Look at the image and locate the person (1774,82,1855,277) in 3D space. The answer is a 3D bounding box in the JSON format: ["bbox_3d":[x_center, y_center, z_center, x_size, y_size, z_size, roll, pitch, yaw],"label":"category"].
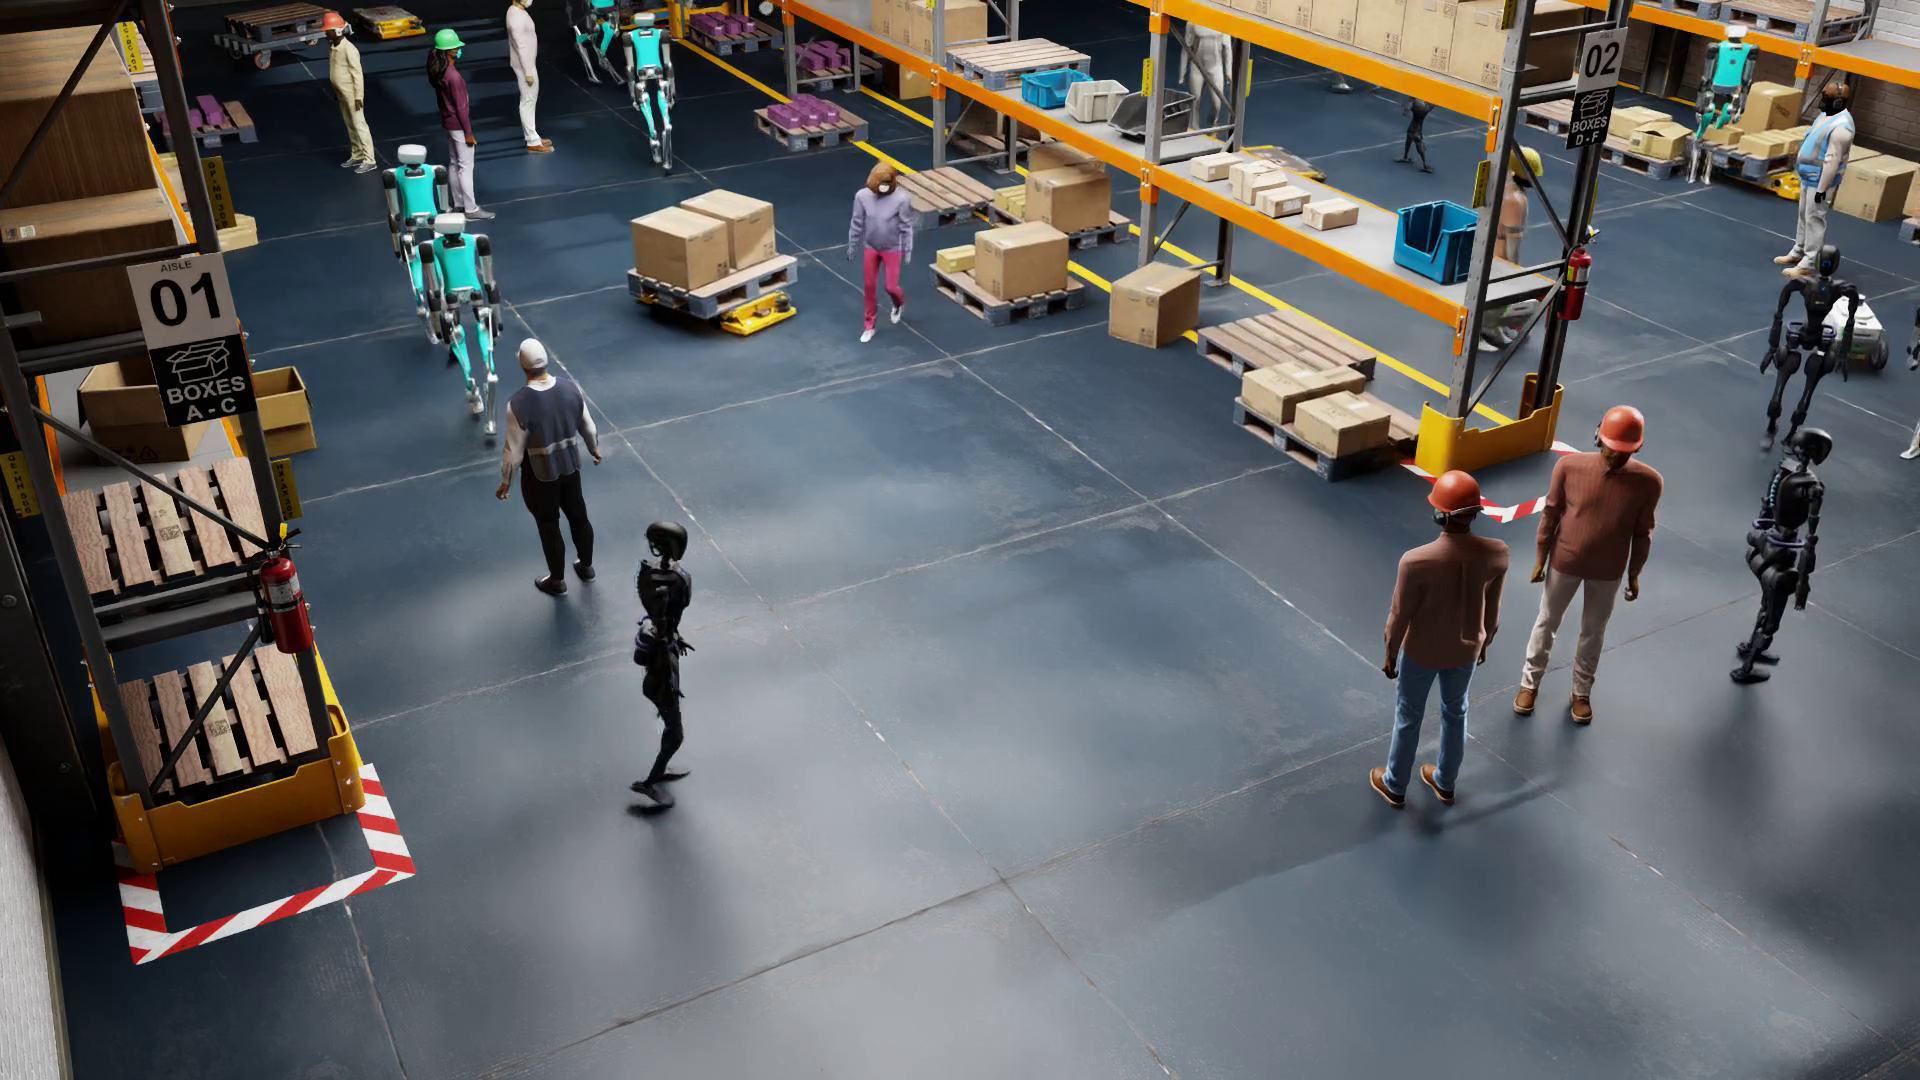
[{"bbox_3d":[8.144,-3.424,15.806,0.431,1.835,0.622,5,30,9],"label":"person"}]

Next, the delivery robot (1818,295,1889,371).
[{"bbox_3d":[7.639,-1.817,14.278,0.499,0.587,0.772,6,30,10],"label":"delivery robot"}]

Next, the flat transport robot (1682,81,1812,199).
[{"bbox_3d":[8.950,-4.133,18.604,0.659,0.231,1.431,-16,33,-25],"label":"flat transport robot"}]

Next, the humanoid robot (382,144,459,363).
[{"bbox_3d":[-4.489,-2.369,14.066,0.546,1.773,0.953,-10,31,-17],"label":"humanoid robot"}]

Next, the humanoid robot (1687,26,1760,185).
[{"bbox_3d":[8.297,-4.769,18.244,0.548,1.794,0.685,5,30,9],"label":"humanoid robot"}]

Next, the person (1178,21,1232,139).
[{"bbox_3d":[2.849,-5.466,19.302,0.634,1.883,0.410,4,30,7],"label":"person"}]

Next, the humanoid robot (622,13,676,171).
[{"bbox_3d":[-3.405,-4.903,18.522,0.537,1.760,1.029,-7,31,-13],"label":"humanoid robot"}]

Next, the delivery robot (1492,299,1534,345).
[{"bbox_3d":[4.739,-2.105,14.805,0.499,0.614,0.791,-10,31,-17],"label":"delivery robot"}]

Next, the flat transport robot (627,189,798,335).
[{"bbox_3d":[-2.250,-2.218,15.270,1.431,0.231,0.659,22,36,33],"label":"flat transport robot"}]

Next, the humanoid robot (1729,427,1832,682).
[{"bbox_3d":[4.894,0.098,9.820,0.413,1.644,0.614,-1,30,-3],"label":"humanoid robot"}]

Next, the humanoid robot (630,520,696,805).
[{"bbox_3d":[-1.593,0.627,8.918,0.382,1.642,0.609,-2,30,-4],"label":"humanoid robot"}]

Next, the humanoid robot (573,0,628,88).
[{"bbox_3d":[-4.720,-6.723,21.631,1.011,1.730,0.552,26,39,38],"label":"humanoid robot"}]

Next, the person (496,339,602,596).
[{"bbox_3d":[-2.641,-0.469,10.729,0.443,1.755,0.770,25,38,37],"label":"person"}]

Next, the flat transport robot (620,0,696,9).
[{"bbox_3d":[-4.898,-8.376,25.990,1.431,0.231,0.659,-10,31,-17],"label":"flat transport robot"}]

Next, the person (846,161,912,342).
[{"bbox_3d":[-0.685,-2.541,14.479,0.584,1.618,0.462,8,31,14],"label":"person"}]

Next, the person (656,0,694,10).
[{"bbox_3d":[-4.502,-8.891,25.335,0.707,1.816,0.554,-9,31,-16],"label":"person"}]

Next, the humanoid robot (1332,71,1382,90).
[{"bbox_3d":[5.152,-6.604,21.432,0.997,1.734,0.553,8,31,13],"label":"humanoid robot"}]

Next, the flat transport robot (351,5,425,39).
[{"bbox_3d":[-8.589,-7.771,24.937,0.659,0.231,1.431,-19,35,-30],"label":"flat transport robot"}]

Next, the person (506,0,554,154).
[{"bbox_3d":[-5.012,-5.469,19.262,0.373,1.935,0.627,-7,31,-13],"label":"person"}]

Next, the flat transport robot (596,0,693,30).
[{"bbox_3d":[-4.824,-8.044,25.412,0.659,0.231,1.431,21,36,32],"label":"flat transport robot"}]

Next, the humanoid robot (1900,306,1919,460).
[{"bbox_3d":[7.388,-1.361,12.359,0.672,1.856,0.542,-21,36,-32],"label":"humanoid robot"}]

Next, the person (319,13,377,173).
[{"bbox_3d":[-6.882,-5.018,18.654,0.334,1.749,0.574,-26,39,-37],"label":"person"}]

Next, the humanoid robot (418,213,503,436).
[{"bbox_3d":[-3.734,-1.563,12.681,0.537,1.737,1.027,-10,31,-16],"label":"humanoid robot"}]

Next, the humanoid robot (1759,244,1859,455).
[{"bbox_3d":[6.358,-1.410,12.454,0.604,1.650,0.345,11,32,18],"label":"humanoid robot"}]

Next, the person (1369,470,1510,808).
[{"bbox_3d":[2.507,0.545,8.743,0.610,1.986,0.402,-5,30,-8],"label":"person"}]

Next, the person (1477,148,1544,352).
[{"bbox_3d":[4.604,-2.435,14.042,0.513,1.877,0.673,10,31,16],"label":"person"}]

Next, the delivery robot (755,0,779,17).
[{"bbox_3d":[-2.817,-8.444,25.825,0.798,0.598,0.499,-5,30,-9],"label":"delivery robot"}]

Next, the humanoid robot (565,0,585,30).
[{"bbox_3d":[-5.746,-8.415,24.643,0.593,1.642,0.334,-7,31,-11],"label":"humanoid robot"}]

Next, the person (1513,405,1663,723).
[{"bbox_3d":[3.565,0.136,9.443,0.608,1.994,0.384,9,31,16],"label":"person"}]

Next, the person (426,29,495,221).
[{"bbox_3d":[-5.199,-4.270,17.156,0.420,1.950,0.498,-22,37,-34],"label":"person"}]

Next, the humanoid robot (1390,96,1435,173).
[{"bbox_3d":[5.187,-4.984,18.705,0.596,1.639,0.604,18,35,29],"label":"humanoid robot"}]

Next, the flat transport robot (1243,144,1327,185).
[{"bbox_3d":[3.498,-4.144,18.624,0.659,0.231,1.431,-9,31,-15],"label":"flat transport robot"}]

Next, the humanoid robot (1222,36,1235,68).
[{"bbox_3d":[3.723,-7.262,22.657,0.496,1.644,0.616,-5,30,-8],"label":"humanoid robot"}]

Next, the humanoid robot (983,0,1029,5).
[{"bbox_3d":[0.728,-9.252,26.163,0.807,1.628,0.608,-8,31,-14],"label":"humanoid robot"}]
